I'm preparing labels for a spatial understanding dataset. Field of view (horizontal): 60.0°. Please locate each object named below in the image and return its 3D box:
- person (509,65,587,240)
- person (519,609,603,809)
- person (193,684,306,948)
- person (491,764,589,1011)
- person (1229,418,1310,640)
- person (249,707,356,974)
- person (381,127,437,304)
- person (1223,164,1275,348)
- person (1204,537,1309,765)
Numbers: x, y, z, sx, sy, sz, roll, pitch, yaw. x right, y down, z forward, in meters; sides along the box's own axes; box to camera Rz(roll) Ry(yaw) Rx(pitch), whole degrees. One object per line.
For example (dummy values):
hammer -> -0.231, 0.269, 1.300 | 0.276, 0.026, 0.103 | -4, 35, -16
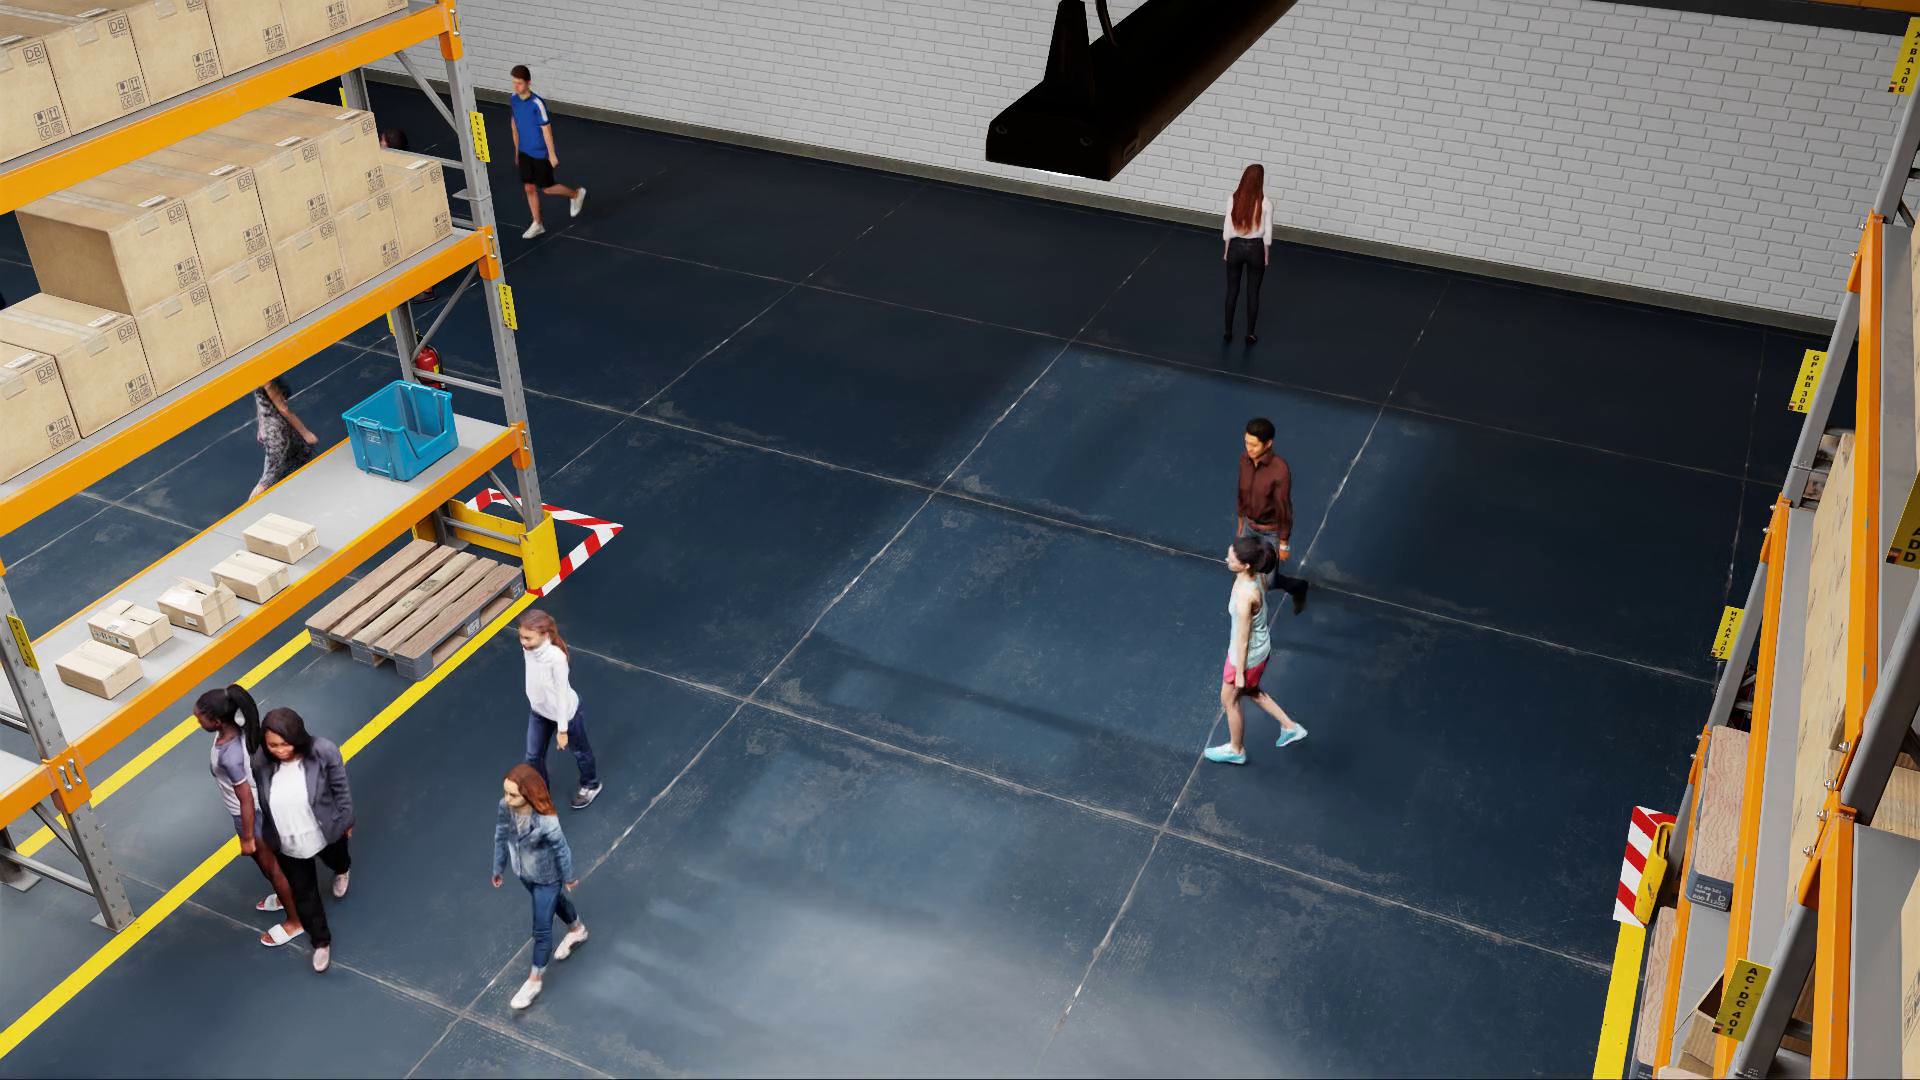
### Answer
person -> -4.409, -4.131, 17.580 | 0.777, 1.843, 1.072 | 21, 39, 28
person -> -2.390, 1.002, 10.137 | 0.570, 1.533, 0.823 | 17, 37, 23
person -> -3.911, 1.502, 9.206 | 0.756, 1.732, 0.701 | -12, 36, -18
person -> -2.237, 1.762, 9.066 | 0.636, 1.453, 0.913 | 21, 39, 28
person -> 2.181, -0.089, 11.581 | 1.060, 1.752, 0.939 | -25, 41, -33
person -> -3.626, 1.543, 9.287 | 1.085, 1.574, 1.168 | -10, 35, -14
person -> -5.396, -3.183, 16.246 | 0.734, 1.740, 0.664 | -10, 35, -15
person -> 2.645, -2.631, 15.399 | 0.617, 1.759, 0.521 | 11, 35, 15
person -> 1.856, 0.729, 10.361 | 0.740, 1.740, 0.831 | 12, 36, 18
